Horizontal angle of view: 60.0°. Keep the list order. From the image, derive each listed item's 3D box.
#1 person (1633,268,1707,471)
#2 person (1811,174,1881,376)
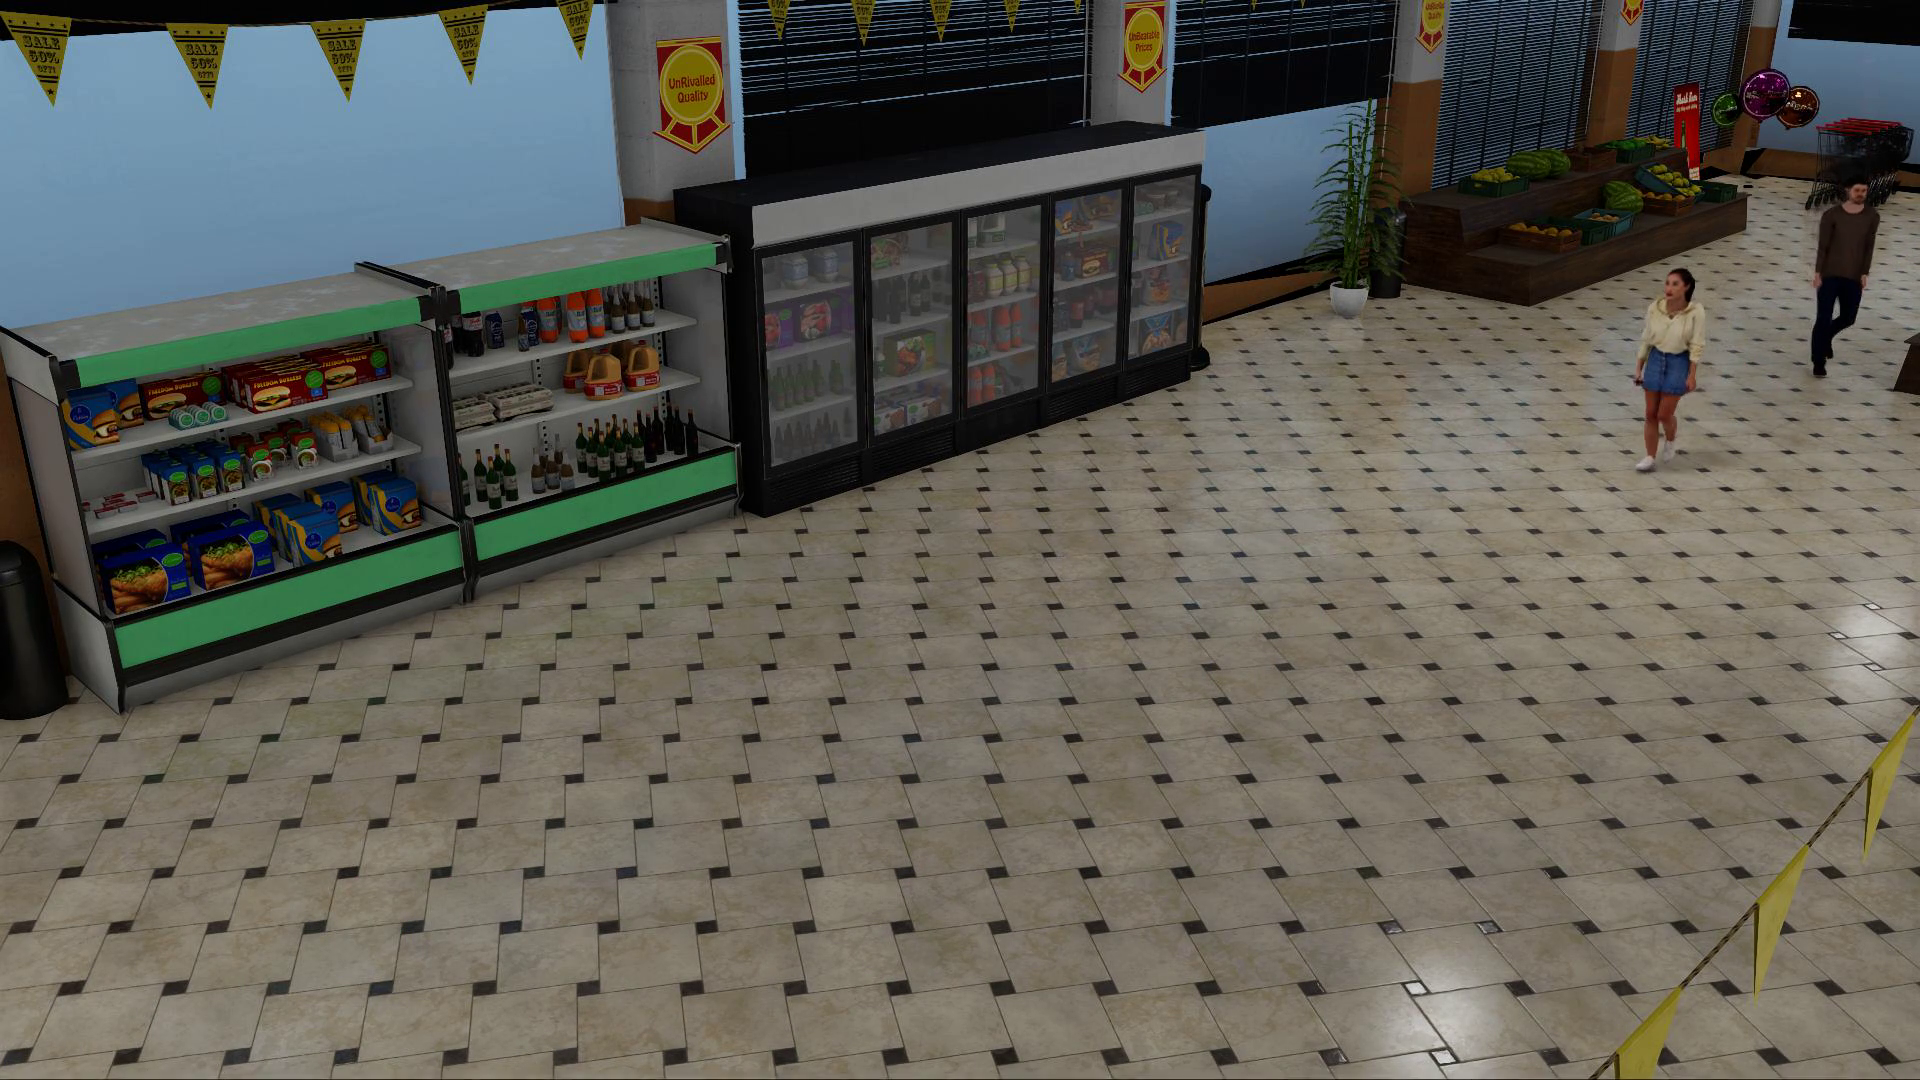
[{"bbox_3d":[5.566,-1.328,13.006,0.655,1.620,0.645,-19,29,-40],"label":"person"},{"bbox_3d":[8.219,-2.493,15.565,0.930,1.873,1.030,4,22,10],"label":"person"}]
